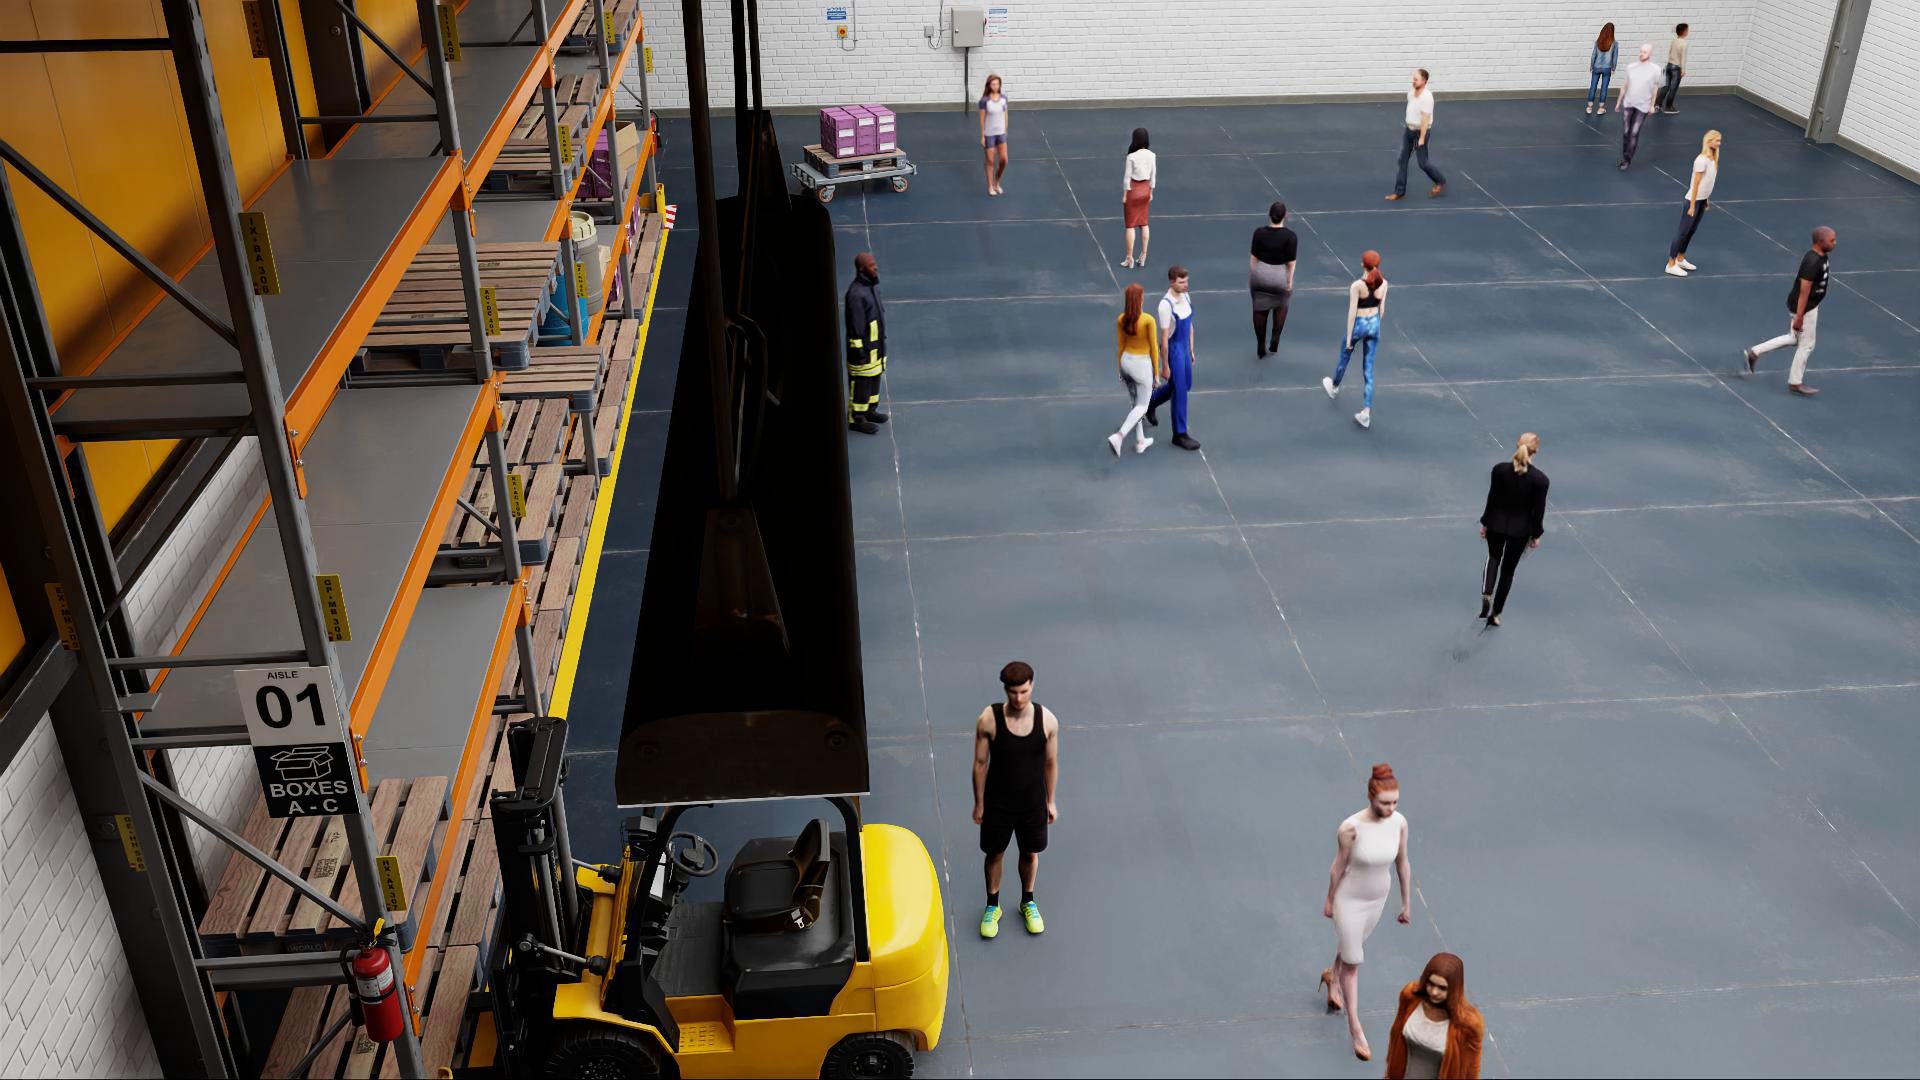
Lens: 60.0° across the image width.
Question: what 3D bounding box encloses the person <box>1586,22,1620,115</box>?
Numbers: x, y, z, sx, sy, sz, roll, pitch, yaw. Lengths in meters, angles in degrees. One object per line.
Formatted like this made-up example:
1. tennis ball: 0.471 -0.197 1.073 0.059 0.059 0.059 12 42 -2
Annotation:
1. person: 10.647 -7.819 27.562 0.641 1.477 0.662 14 32 24

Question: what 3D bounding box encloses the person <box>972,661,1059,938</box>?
1. person: 0.327 1.539 9.975 0.669 1.892 0.579 -3 29 -6

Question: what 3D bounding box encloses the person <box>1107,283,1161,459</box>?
1. person: 1.640 -1.566 15.842 0.988 1.724 1.073 20 35 32

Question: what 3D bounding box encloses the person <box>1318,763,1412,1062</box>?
1. person: 2.215 1.966 9.314 0.703 1.775 0.925 -7 29 -13

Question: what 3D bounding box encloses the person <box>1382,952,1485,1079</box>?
1. person: 2.323 2.648 8.146 1.011 1.696 1.078 22 35 34

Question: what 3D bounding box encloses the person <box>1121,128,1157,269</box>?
1. person: 2.218 -4.273 20.779 0.666 1.749 0.653 -16 32 -26

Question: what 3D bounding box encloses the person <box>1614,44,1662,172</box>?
1. person: 10.083 -6.435 24.679 1.012 1.810 0.972 -25 37 -38

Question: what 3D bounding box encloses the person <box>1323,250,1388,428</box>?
1. person: 4.056 -1.974 16.577 0.628 1.737 1.179 -5 29 -8

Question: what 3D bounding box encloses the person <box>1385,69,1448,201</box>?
1. person: 6.486 -5.652 23.235 0.967 1.817 1.190 -11 31 -20

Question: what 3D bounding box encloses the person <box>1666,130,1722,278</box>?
1. person: 9.071 -4.174 20.537 0.714 1.806 0.657 23 36 36

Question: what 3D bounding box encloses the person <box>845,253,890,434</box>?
1. person: -0.957 -1.977 16.492 0.896 1.824 0.761 9 30 17

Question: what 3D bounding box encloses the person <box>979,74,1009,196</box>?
1. person: 0.444 -5.729 23.484 0.660 1.714 0.679 -9 30 -17

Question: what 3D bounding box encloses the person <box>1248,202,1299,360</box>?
1. person: 3.361 -2.779 18.043 0.750 1.746 0.756 8 30 15

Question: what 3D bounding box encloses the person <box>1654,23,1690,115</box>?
1. person: 11.835 -7.806 27.559 0.670 1.459 0.617 -9 30 -15

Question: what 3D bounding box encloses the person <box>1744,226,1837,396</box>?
1. person: 8.707 -2.415 17.338 1.079 1.782 1.096 16 32 26

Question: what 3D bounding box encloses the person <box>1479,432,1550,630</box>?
1. person: 4.278 -0.022 13.048 0.761 1.689 0.804 16 33 27

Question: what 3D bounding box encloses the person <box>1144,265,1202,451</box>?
1. person: 2.042 -1.815 16.188 1.094 1.830 1.059 17 33 28
